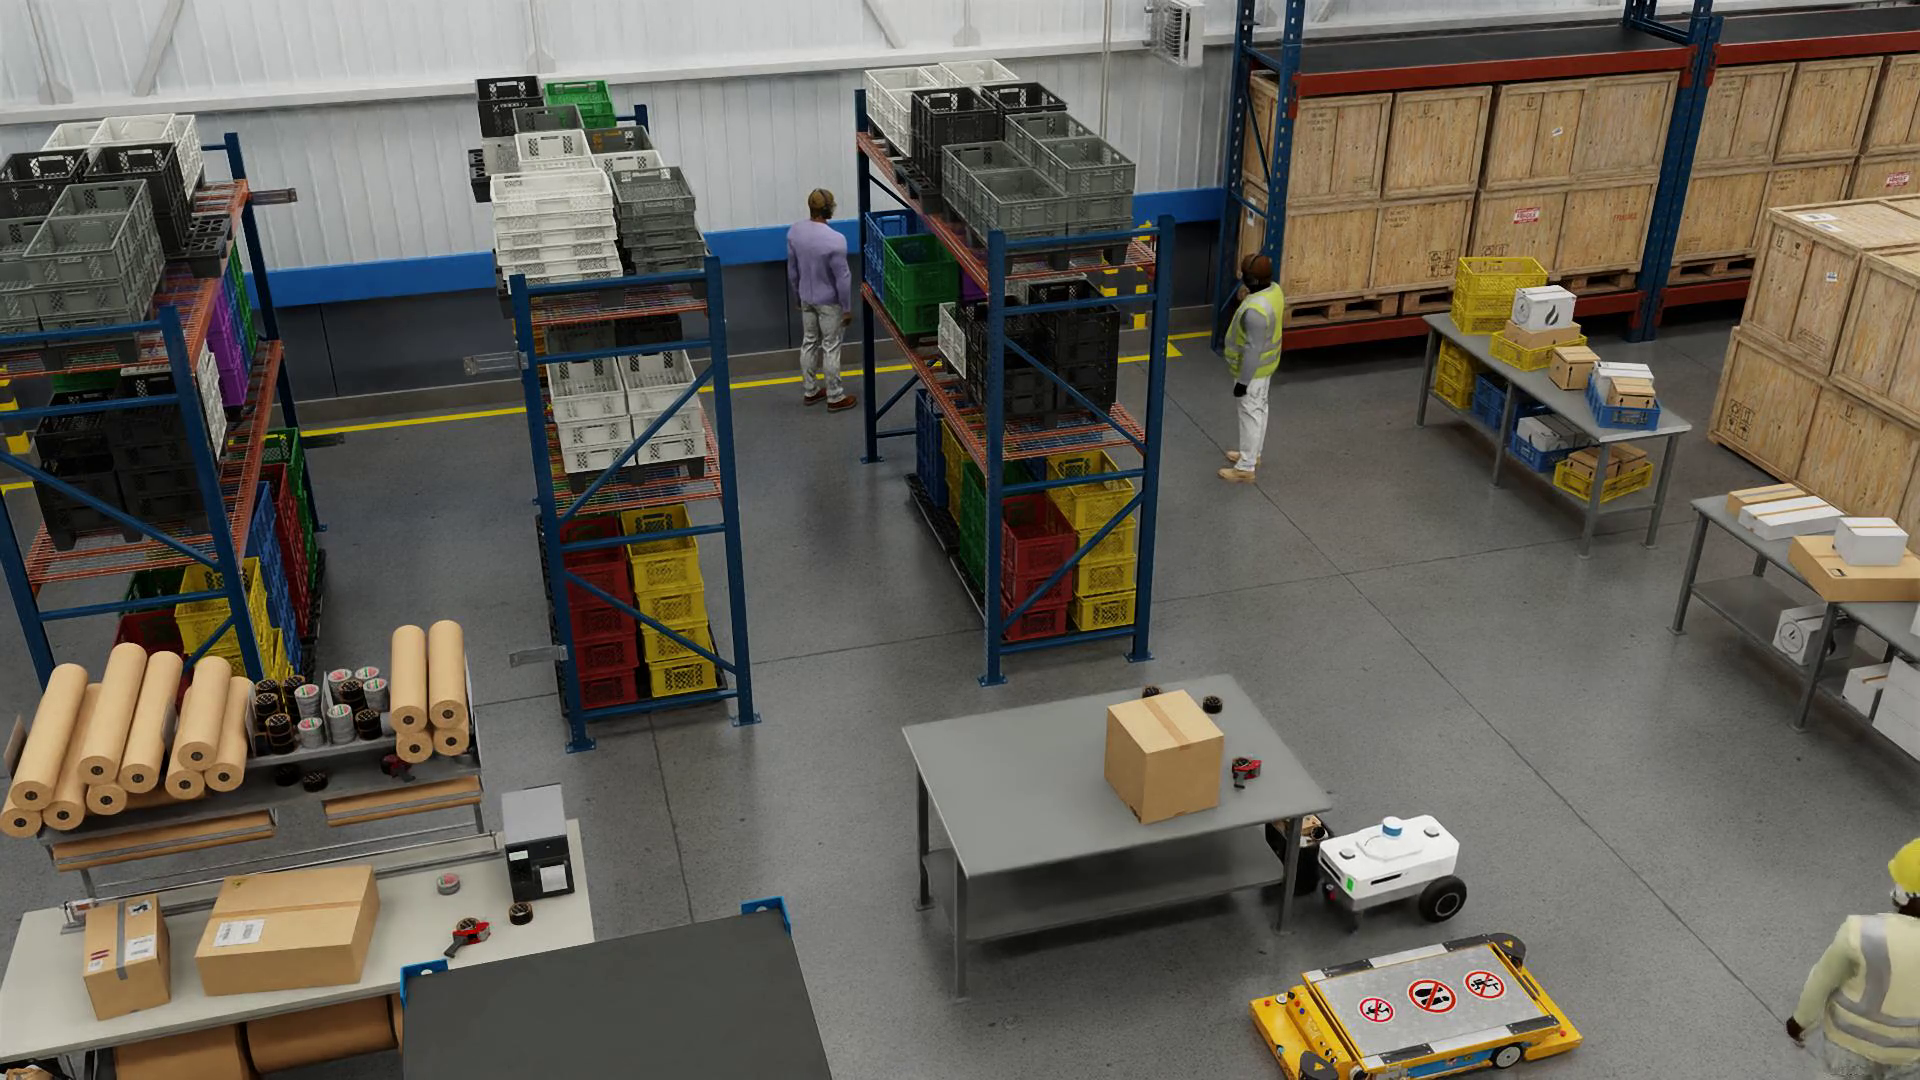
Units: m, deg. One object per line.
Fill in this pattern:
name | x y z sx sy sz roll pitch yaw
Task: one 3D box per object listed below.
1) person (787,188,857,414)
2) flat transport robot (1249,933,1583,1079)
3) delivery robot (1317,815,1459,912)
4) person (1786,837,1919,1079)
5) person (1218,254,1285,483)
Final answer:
person | -1.168 -2.029 14.107 0.635 1.937 0.352 20 35 32
flat transport robot | 2.184 2.282 7.980 1.431 0.197 0.652 -8 30 -14
delivery robot | 2.233 1.669 8.702 0.707 0.478 0.477 -11 31 -18
person | 3.796 2.051 6.829 0.599 1.801 0.791 1 29 1
person | 2.264 -1.344 12.966 0.430 1.838 0.619 11 31 19
